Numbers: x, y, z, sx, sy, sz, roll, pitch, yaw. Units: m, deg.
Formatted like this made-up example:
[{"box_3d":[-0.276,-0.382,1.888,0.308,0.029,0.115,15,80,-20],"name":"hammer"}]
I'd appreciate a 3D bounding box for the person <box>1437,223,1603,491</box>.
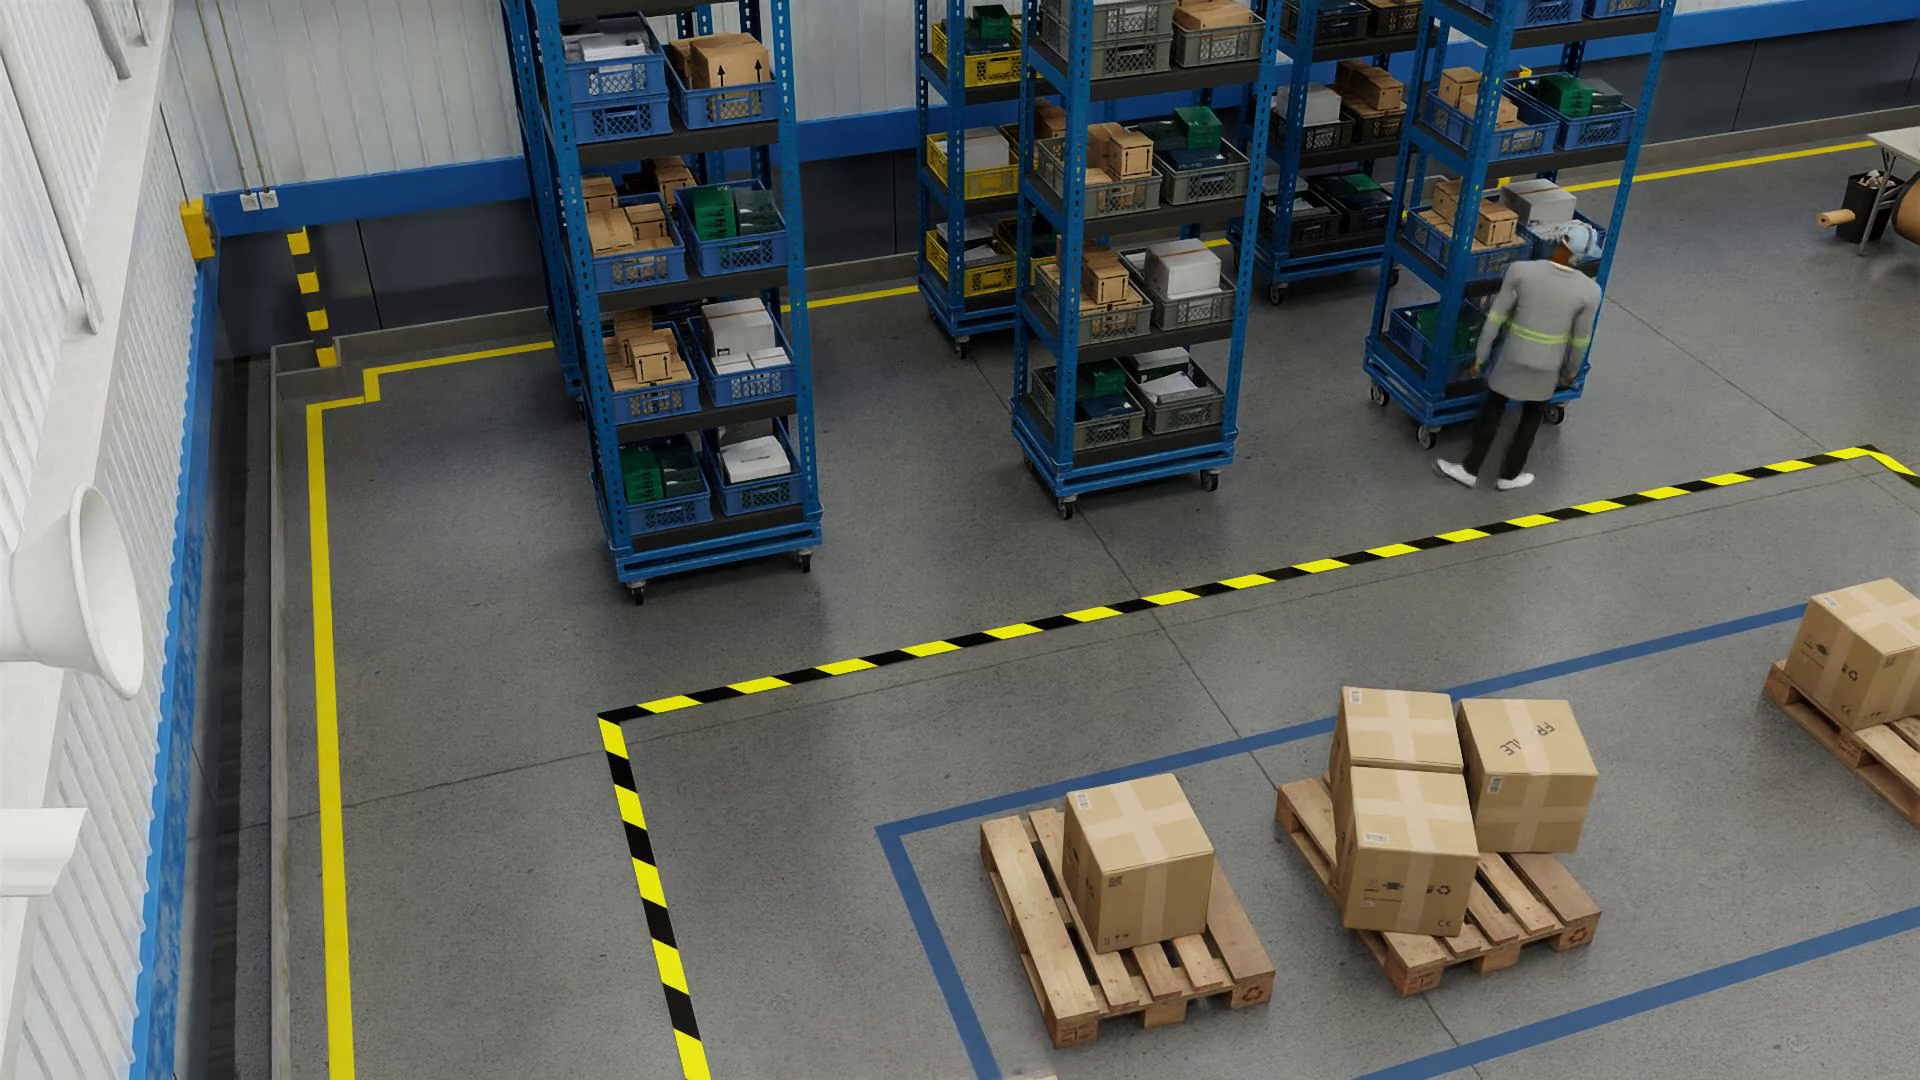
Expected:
[{"box_3d":[3.492,-1.127,10.320,0.733,1.807,0.455,14,37,18],"name":"person"}]
